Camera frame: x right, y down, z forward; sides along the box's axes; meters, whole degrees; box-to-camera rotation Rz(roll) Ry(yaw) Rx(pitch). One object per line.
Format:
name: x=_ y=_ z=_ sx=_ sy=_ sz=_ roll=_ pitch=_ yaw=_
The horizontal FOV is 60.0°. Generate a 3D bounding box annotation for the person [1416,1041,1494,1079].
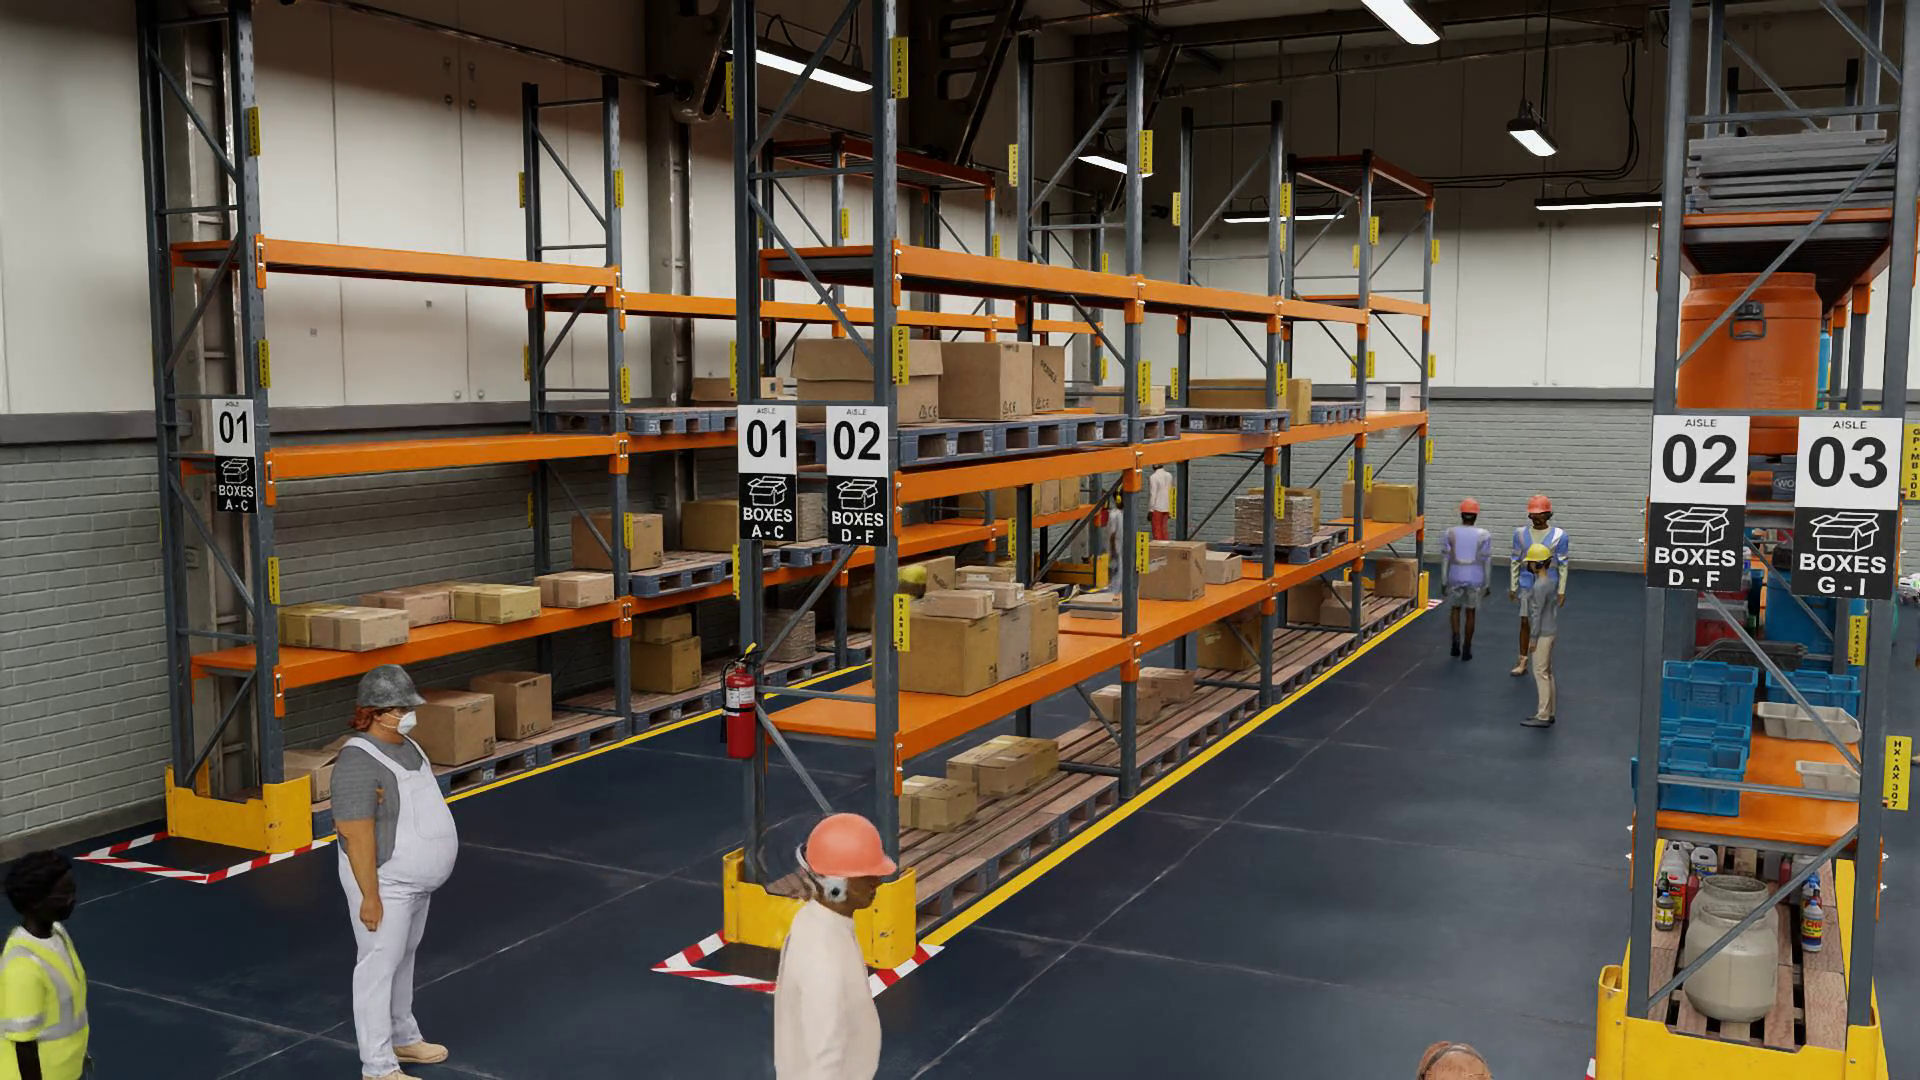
person: x=1.319 y=2.160 z=4.468 sx=0.524 sy=1.624 sz=0.359 roll=0 pitch=6 yaw=4

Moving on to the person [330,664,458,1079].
person: x=-2.683 y=1.595 z=7.979 sx=0.537 sy=2.000 sz=0.682 roll=0 pitch=6 yaw=0

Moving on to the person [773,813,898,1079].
person: x=-0.439 y=1.873 z=5.560 sx=0.483 sy=1.974 sz=0.646 roll=0 pitch=6 yaw=-4

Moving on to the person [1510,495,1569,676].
person: x=6.402 y=0.518 z=18.438 sx=0.614 sy=2.042 sz=0.373 roll=4 pitch=7 yaw=33

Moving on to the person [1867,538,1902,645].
person: x=11.511 y=0.431 z=20.678 sx=0.331 sy=1.760 sz=0.518 roll=2 pitch=6 yaw=19

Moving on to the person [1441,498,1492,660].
person: x=5.969 y=0.462 z=19.579 sx=0.569 sy=1.919 sz=0.404 roll=3 pitch=6 yaw=23

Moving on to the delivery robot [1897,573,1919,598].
delivery robot: x=13.854 y=0.644 z=23.922 sx=0.707 sy=0.478 sz=0.477 roll=-2 pitch=6 yaw=-19

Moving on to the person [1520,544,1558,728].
person: x=5.555 y=0.914 z=15.970 sx=0.344 sy=1.756 sz=0.518 roll=3 pitch=7 yaw=27

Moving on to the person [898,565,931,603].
person: x=-0.465 y=1.074 z=14.575 sx=0.505 sy=1.715 sz=0.532 roll=4 pitch=7 yaw=36

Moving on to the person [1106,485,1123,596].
person: x=2.147 y=0.194 z=22.537 sx=0.404 sy=1.886 sz=0.517 roll=2 pitch=6 yaw=18

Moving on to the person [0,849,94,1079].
person: x=-3.361 y=1.964 z=6.094 sx=0.323 sy=1.689 sz=0.539 roll=-2 pitch=6 yaw=-20

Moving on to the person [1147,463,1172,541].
person: x=3.448 y=-0.537 z=28.936 sx=0.401 sy=1.989 sz=0.623 roll=5 pitch=8 yaw=39

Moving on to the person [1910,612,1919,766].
person: x=8.452 y=0.962 z=14.172 sx=0.390 sy=2.034 sz=0.605 roll=-4 pitch=7 yaw=-32
